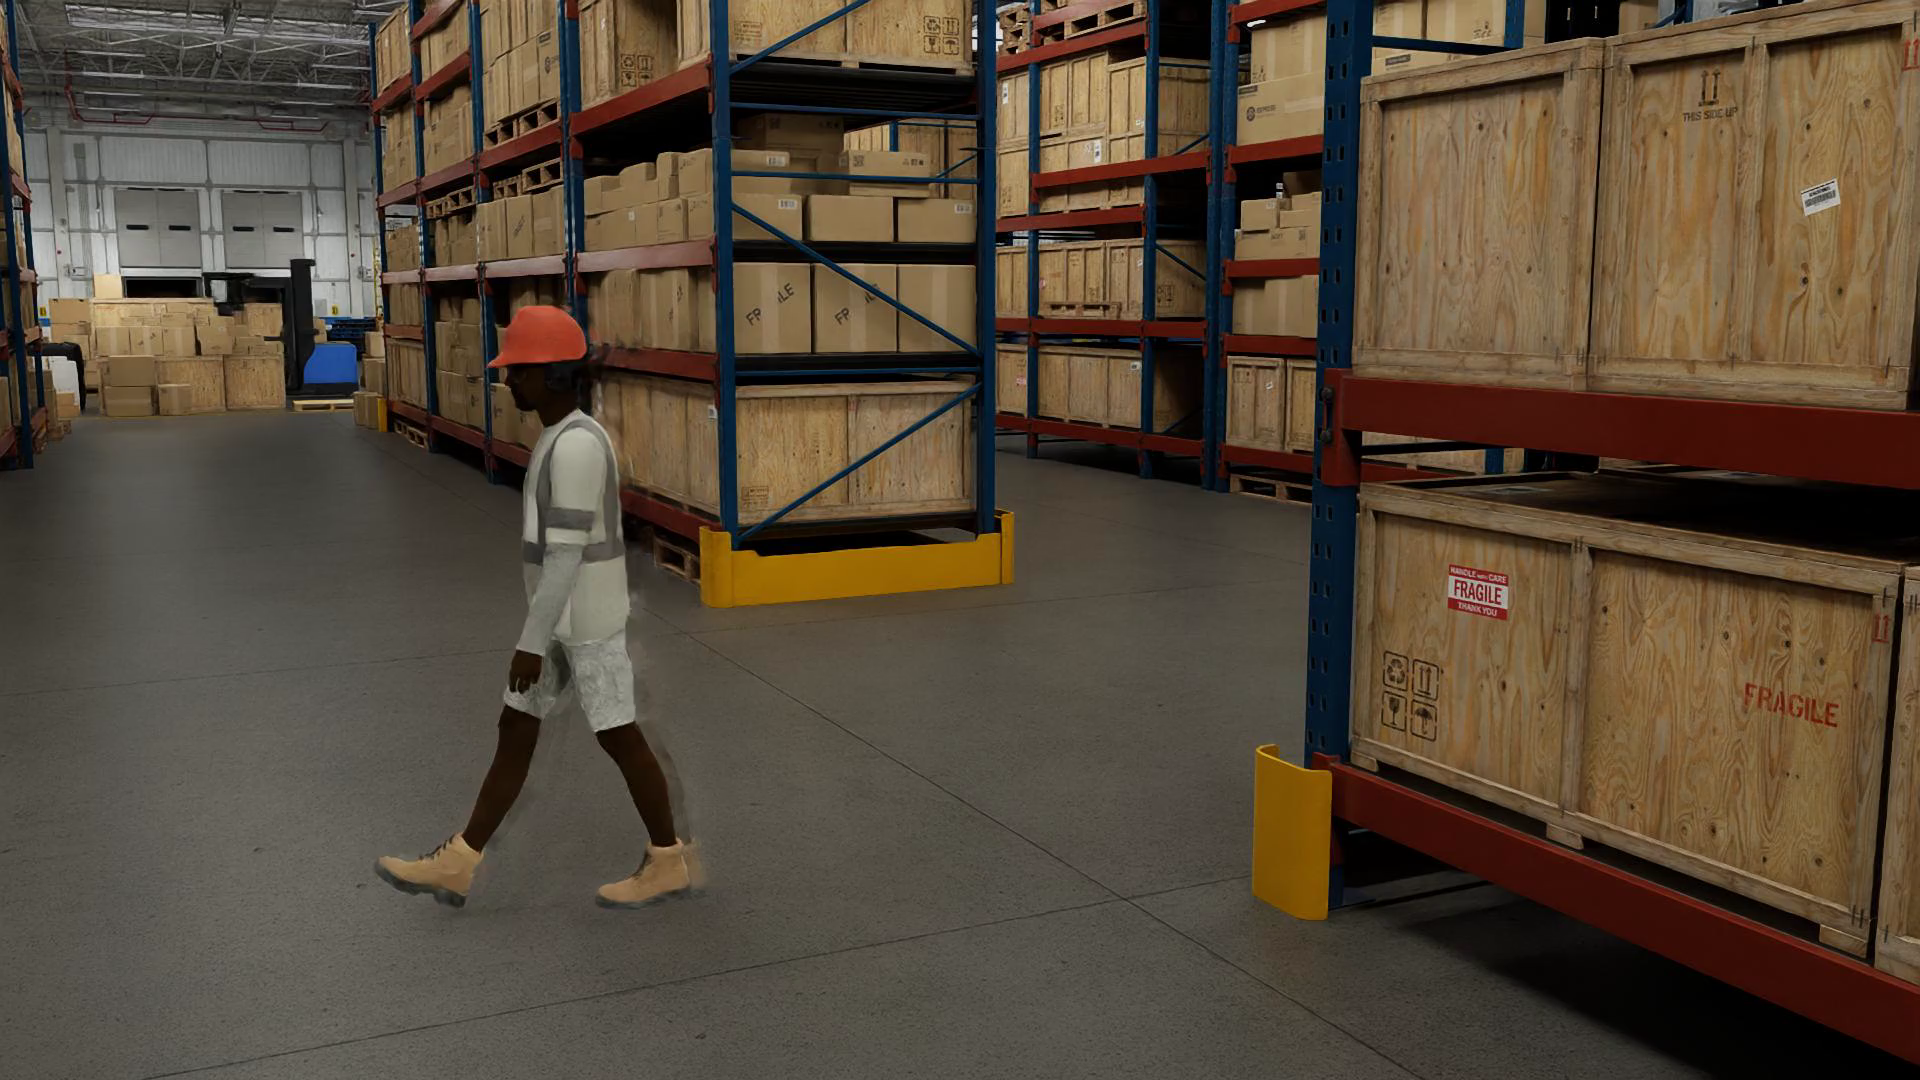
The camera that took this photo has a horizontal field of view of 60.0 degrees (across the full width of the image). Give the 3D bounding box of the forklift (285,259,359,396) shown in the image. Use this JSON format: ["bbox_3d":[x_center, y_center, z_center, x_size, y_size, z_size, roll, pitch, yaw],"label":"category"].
[{"bbox_3d":[-13.358,-4.326,33.916,1.873,2.768,1.129,-4,9,-26],"label":"forklift"}]

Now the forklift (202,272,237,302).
[{"bbox_3d":[-22.509,-6.758,50.688,1.873,2.768,1.129,6,10,35],"label":"forklift"}]

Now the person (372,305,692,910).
[{"bbox_3d":[-1.377,0.255,5.350,1.062,1.988,0.623,-3,9,-22],"label":"person"}]

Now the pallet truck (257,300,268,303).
[{"bbox_3d":[-23.913,-7.404,58.171,1.885,1.965,0.823,-1,8,-9],"label":"pallet truck"}]

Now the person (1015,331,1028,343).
[{"bbox_3d":[1.307,-3.601,32.303,0.712,1.886,0.558,-4,9,-27],"label":"person"}]
